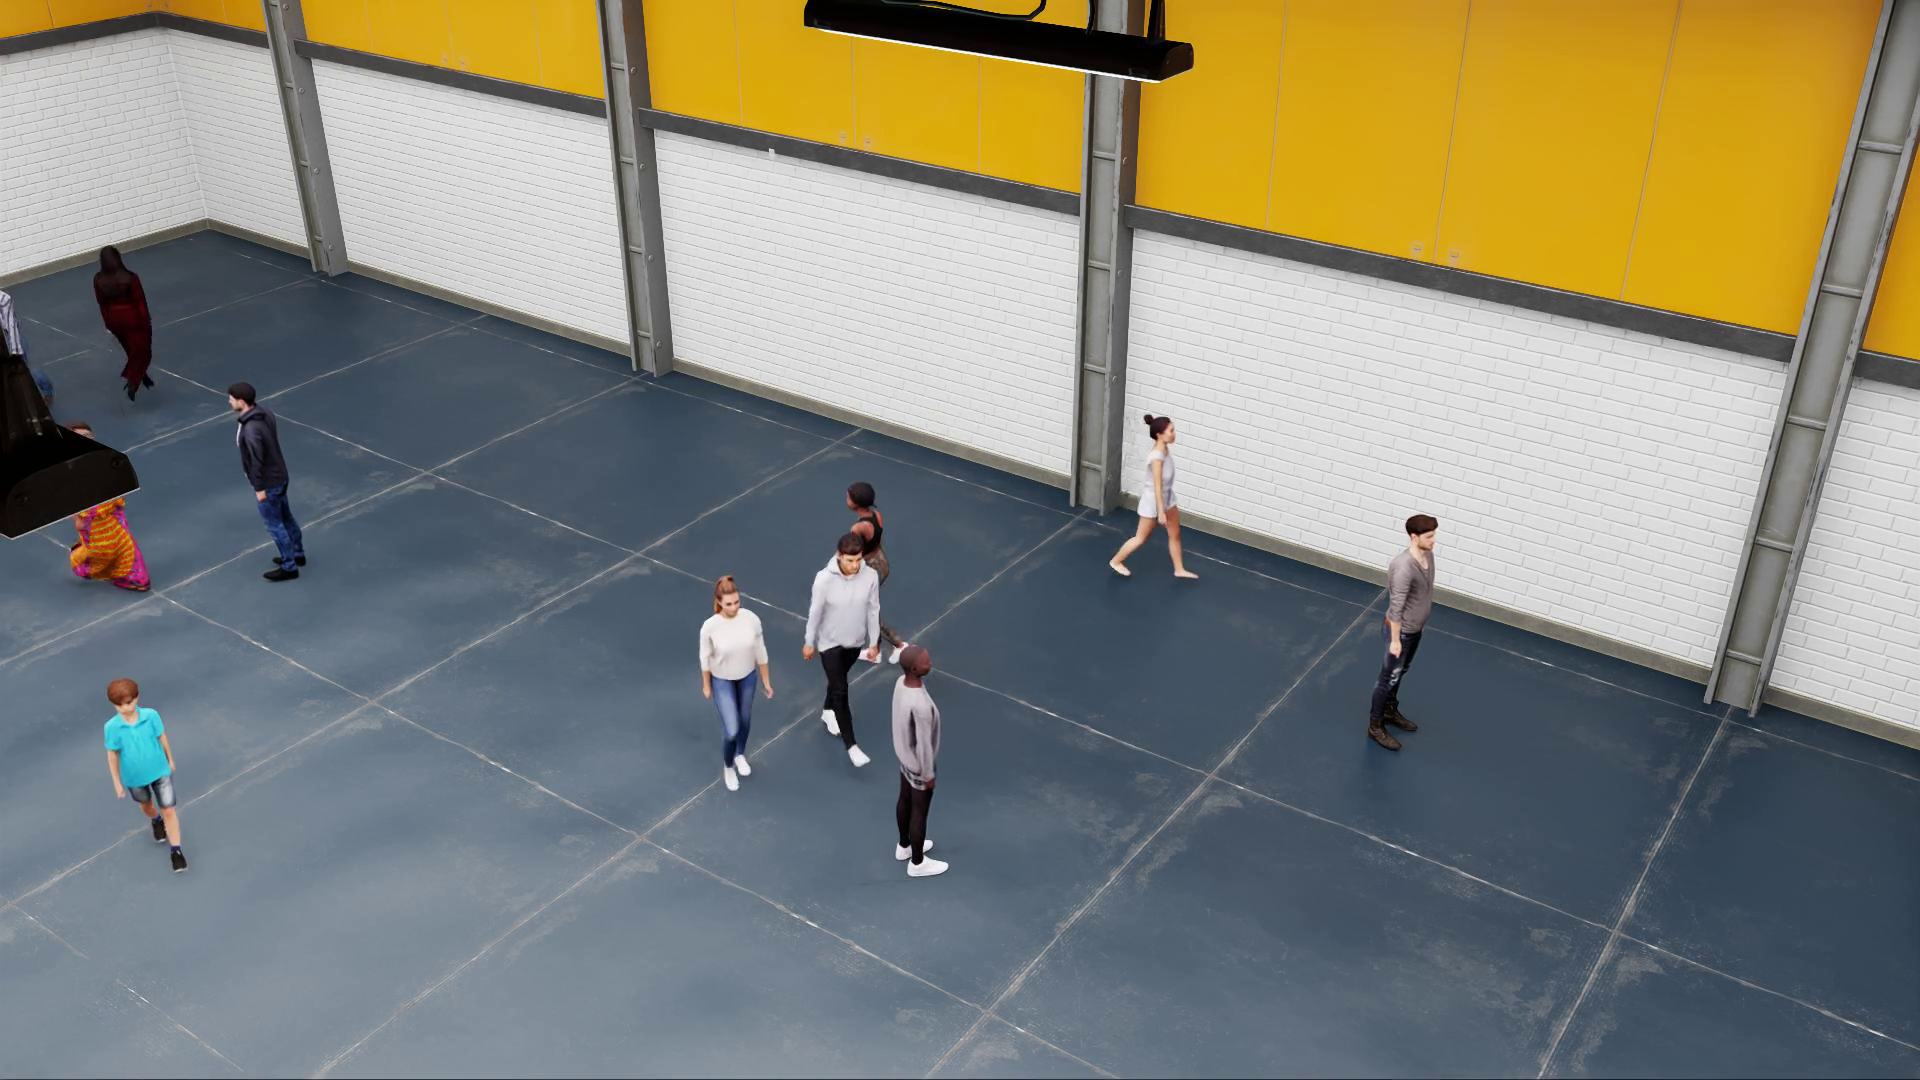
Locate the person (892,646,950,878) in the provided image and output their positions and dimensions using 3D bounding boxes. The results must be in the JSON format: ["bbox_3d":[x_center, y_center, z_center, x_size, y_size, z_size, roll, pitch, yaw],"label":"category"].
[{"bbox_3d":[-0.309,1.474,11.244,0.754,1.771,0.652,-11,30,-18],"label":"person"}]

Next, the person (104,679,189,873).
[{"bbox_3d":[-5.634,1.555,11.475,0.814,1.409,1.041,-15,32,-25],"label":"person"}]

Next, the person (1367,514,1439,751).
[{"bbox_3d":[3.359,0.653,12.611,0.576,1.905,0.692,20,35,32],"label":"person"}]

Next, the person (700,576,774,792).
[{"bbox_3d":[-1.682,0.997,12.188,0.762,1.705,0.809,-14,32,-24],"label":"person"}]

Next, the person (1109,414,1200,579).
[{"bbox_3d":[1.679,-0.341,14.784,1.096,1.569,0.777,10,30,17],"label":"person"}]

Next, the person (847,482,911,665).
[{"bbox_3d":[-0.671,0.328,13.439,0.858,1.682,0.678,16,32,27],"label":"person"}]

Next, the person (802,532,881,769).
[{"bbox_3d":[-0.938,0.714,12.541,1.047,1.865,1.290,-13,31,-23],"label":"person"}]

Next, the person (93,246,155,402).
[{"bbox_3d":[-9.178,-2.337,18.276,1.084,1.729,1.084,-1,29,-1],"label":"person"}]

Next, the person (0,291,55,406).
[{"bbox_3d":[-10.148,-2.089,17.787,1.100,1.761,1.059,0,29,0],"label":"person"}]

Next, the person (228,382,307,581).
[{"bbox_3d":[-6.142,-0.539,14.816,0.797,1.886,0.762,-2,29,-4],"label":"person"}]

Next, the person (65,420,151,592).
[{"bbox_3d":[-7.611,-0.296,14.609,1.070,1.657,0.791,10,30,18],"label":"person"}]
